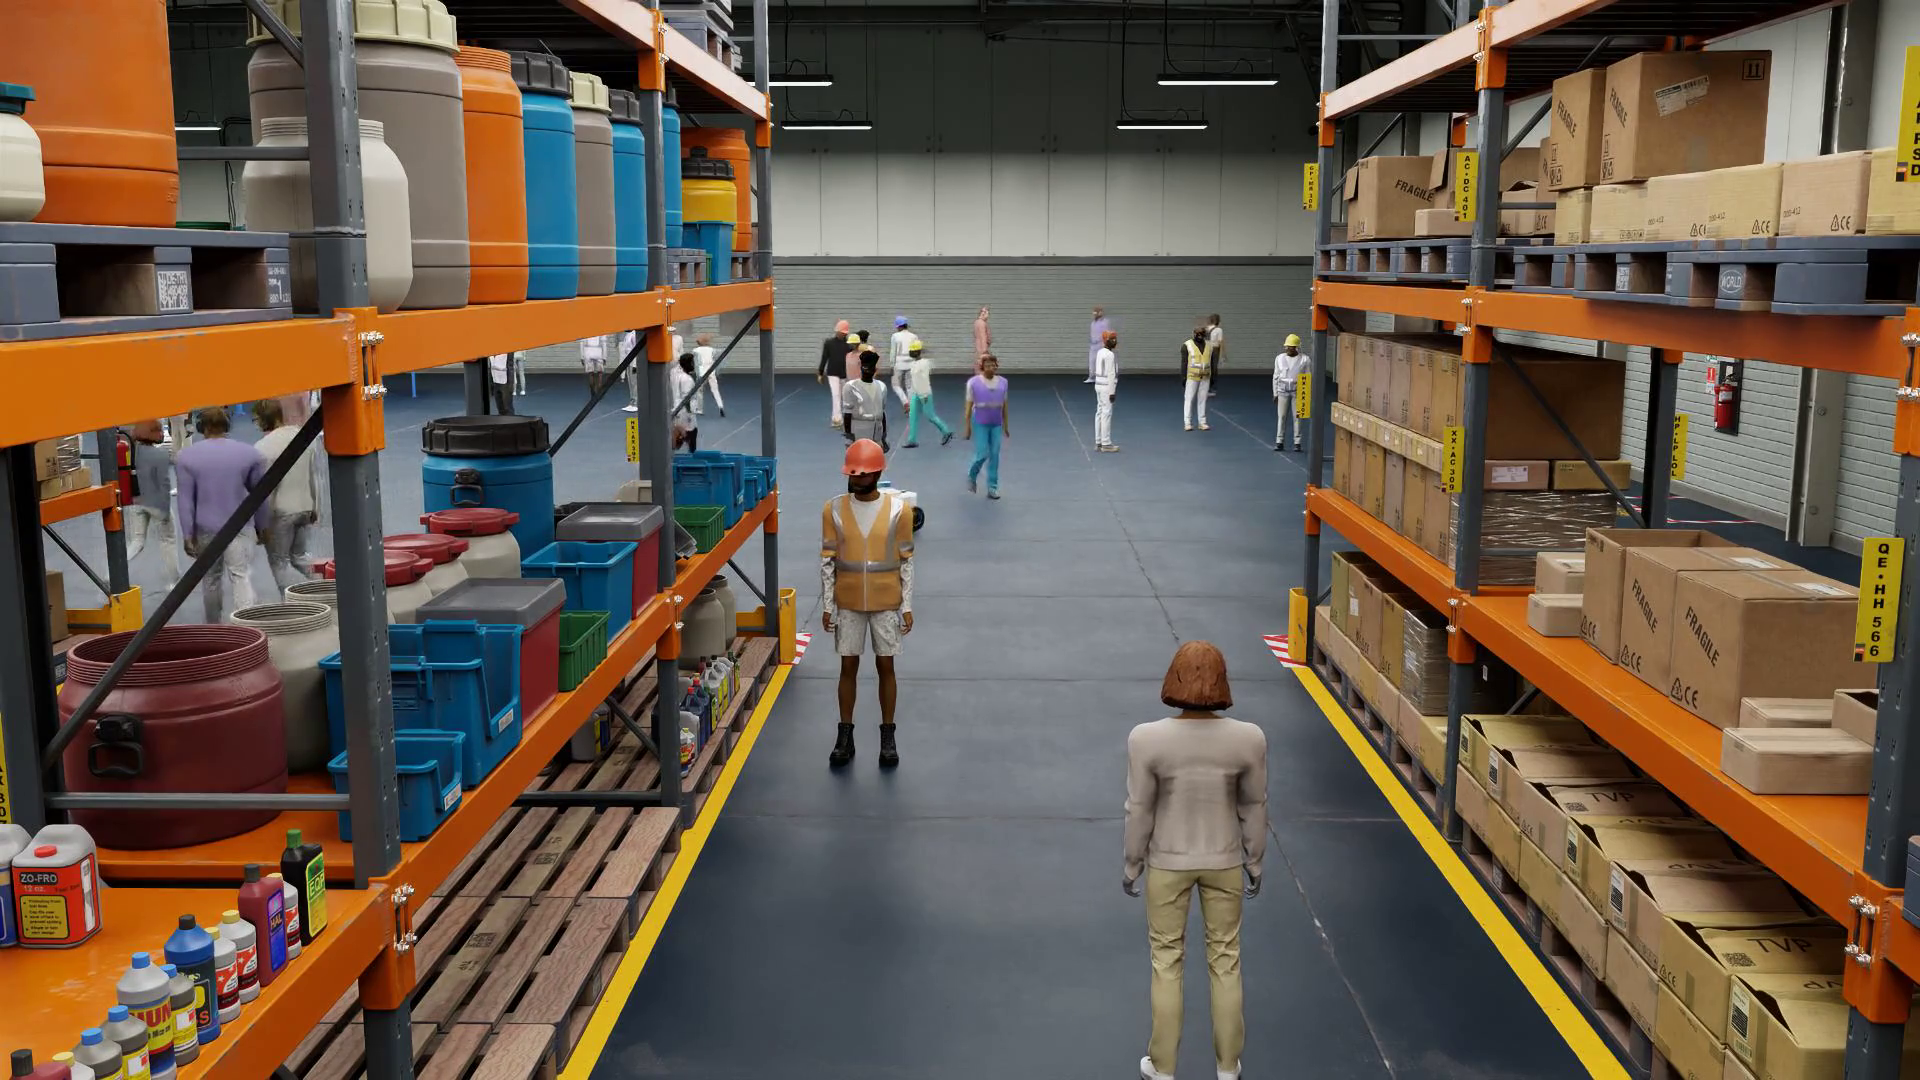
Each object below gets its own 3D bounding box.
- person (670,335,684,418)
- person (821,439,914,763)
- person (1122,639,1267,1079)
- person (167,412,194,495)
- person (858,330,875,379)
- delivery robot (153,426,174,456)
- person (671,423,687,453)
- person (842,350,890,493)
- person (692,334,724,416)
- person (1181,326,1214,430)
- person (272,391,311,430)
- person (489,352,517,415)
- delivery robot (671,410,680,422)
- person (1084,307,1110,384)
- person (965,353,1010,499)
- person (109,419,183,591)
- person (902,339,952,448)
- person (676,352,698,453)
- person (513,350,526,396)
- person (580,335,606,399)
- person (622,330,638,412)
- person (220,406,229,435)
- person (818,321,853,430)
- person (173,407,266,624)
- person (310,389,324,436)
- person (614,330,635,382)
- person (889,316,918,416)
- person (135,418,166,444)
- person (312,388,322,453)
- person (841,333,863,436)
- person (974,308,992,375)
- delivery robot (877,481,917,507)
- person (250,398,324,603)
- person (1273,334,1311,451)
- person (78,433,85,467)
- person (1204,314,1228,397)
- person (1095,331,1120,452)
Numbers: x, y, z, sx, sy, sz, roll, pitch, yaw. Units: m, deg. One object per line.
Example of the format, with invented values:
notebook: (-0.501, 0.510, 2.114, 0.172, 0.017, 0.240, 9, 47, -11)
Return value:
person: (-5.564, -3.258, 31.733, 0.671, 1.863, 0.779, -4, 10, -24)
person: (-0.545, 0.364, 9.777, 0.552, 1.933, 0.368, 1, 9, 3)
person: (0.830, 1.161, 5.909, 0.508, 1.632, 0.265, 0, 9, -3)
person: (-9.913, -1.488, 21.114, 0.500, 1.862, 0.332, 5, 11, 29)
person: (-1.907, -3.152, 31.642, 0.635, 1.672, 0.407, 1, 9, 4)
delivery robot: (-11.744, -1.450, 24.620, 0.477, 0.478, 0.707, -6, 11, -31)
person: (-2.443, -0.173, 13.968, 0.519, 1.613, 0.714, 7, 11, 34)
person: (-1.064, -1.187, 19.001, 0.600, 1.958, 0.379, -8, 12, -38)
person: (-4.860, -3.188, 32.136, 0.531, 1.579, 0.921, -6, 11, -32)
person: (4.211, -2.866, 29.412, 0.634, 1.839, 0.429, -3, 10, -16)
person: (-8.564, -1.451, 21.256, 0.530, 1.731, 0.852, 0, 9, -1)
person: (-7.473, -2.531, 27.202, 0.591, 1.915, 0.400, 8, 12, 39)
delivery robot: (-4.694, -2.026, 27.291, 0.335, 0.223, 0.698, 4, 10, 21)
person: (3.459, -4.796, 40.872, 0.847, 1.878, 0.648, -8, 12, -38)
person: (0.338, -1.440, 20.928, 0.568, 1.829, 0.454, -5, 11, -27)
person: (-7.192, -0.300, 14.715, 0.499, 1.609, 0.738, 3, 10, 18)
person: (-0.537, -2.357, 26.670, 0.759, 1.735, 0.531, -6, 11, -31)
person: (-3.981, -1.846, 23.806, 0.662, 1.675, 0.537, -2, 10, -12)
person: (-9.907, -4.041, 37.061, 0.500, 1.636, 0.286, -9, 13, -42)
person: (-7.875, -3.955, 35.712, 0.546, 1.919, 0.514, -3, 10, -16)
person: (-6.530, -3.512, 33.017, 0.368, 1.925, 0.594, -5, 11, -26)
person: (-12.656, -2.606, 28.299, 0.360, 1.682, 0.558, -5, 11, -26)
person: (-2.175, -2.954, 29.705, 0.657, 1.922, 1.027, -4, 10, -23)
person: (-5.634, -0.097, 12.717, 0.648, 1.885, 1.043, -6, 11, -33)
person: (-10.924, -2.586, 28.398, 0.390, 1.617, 0.531, -6, 11, -33)
person: (-8.259, -4.884, 41.213, 0.630, 1.936, 0.369, 0, 9, -2)
person: (-1.065, -3.335, 31.955, 0.694, 1.924, 0.430, -6, 11, -33)
person: (-12.979, -2.420, 26.480, 0.634, 1.926, 0.618, -8, 12, -40)
person: (-9.838, -2.255, 25.743, 0.513, 1.848, 0.779, 3, 10, 17)
person: (-1.734, -2.674, 28.551, 0.678, 1.748, 0.528, -8, 13, -41)
person: (0.543, -4.477, 38.883, 0.407, 1.902, 0.639, -2, 10, -12)
delivery robot: (-0.817, -0.403, 18.345, 0.477, 0.478, 0.707, 9, 13, 44)
person: (-5.298, -0.196, 13.259, 0.556, 1.899, 0.689, 3, 10, 15)
person: (5.214, -2.317, 26.156, 0.592, 1.828, 0.404, 4, 10, 21)
person: (-11.463, -1.558, 21.258, 0.608, 1.958, 0.979, -6, 11, -34)
person: (5.665, -4.078, 36.741, 0.737, 1.821, 0.532, -6, 11, -32)
person: (2.305, -2.344, 26.163, 0.358, 1.881, 0.574, -3, 10, -15)
